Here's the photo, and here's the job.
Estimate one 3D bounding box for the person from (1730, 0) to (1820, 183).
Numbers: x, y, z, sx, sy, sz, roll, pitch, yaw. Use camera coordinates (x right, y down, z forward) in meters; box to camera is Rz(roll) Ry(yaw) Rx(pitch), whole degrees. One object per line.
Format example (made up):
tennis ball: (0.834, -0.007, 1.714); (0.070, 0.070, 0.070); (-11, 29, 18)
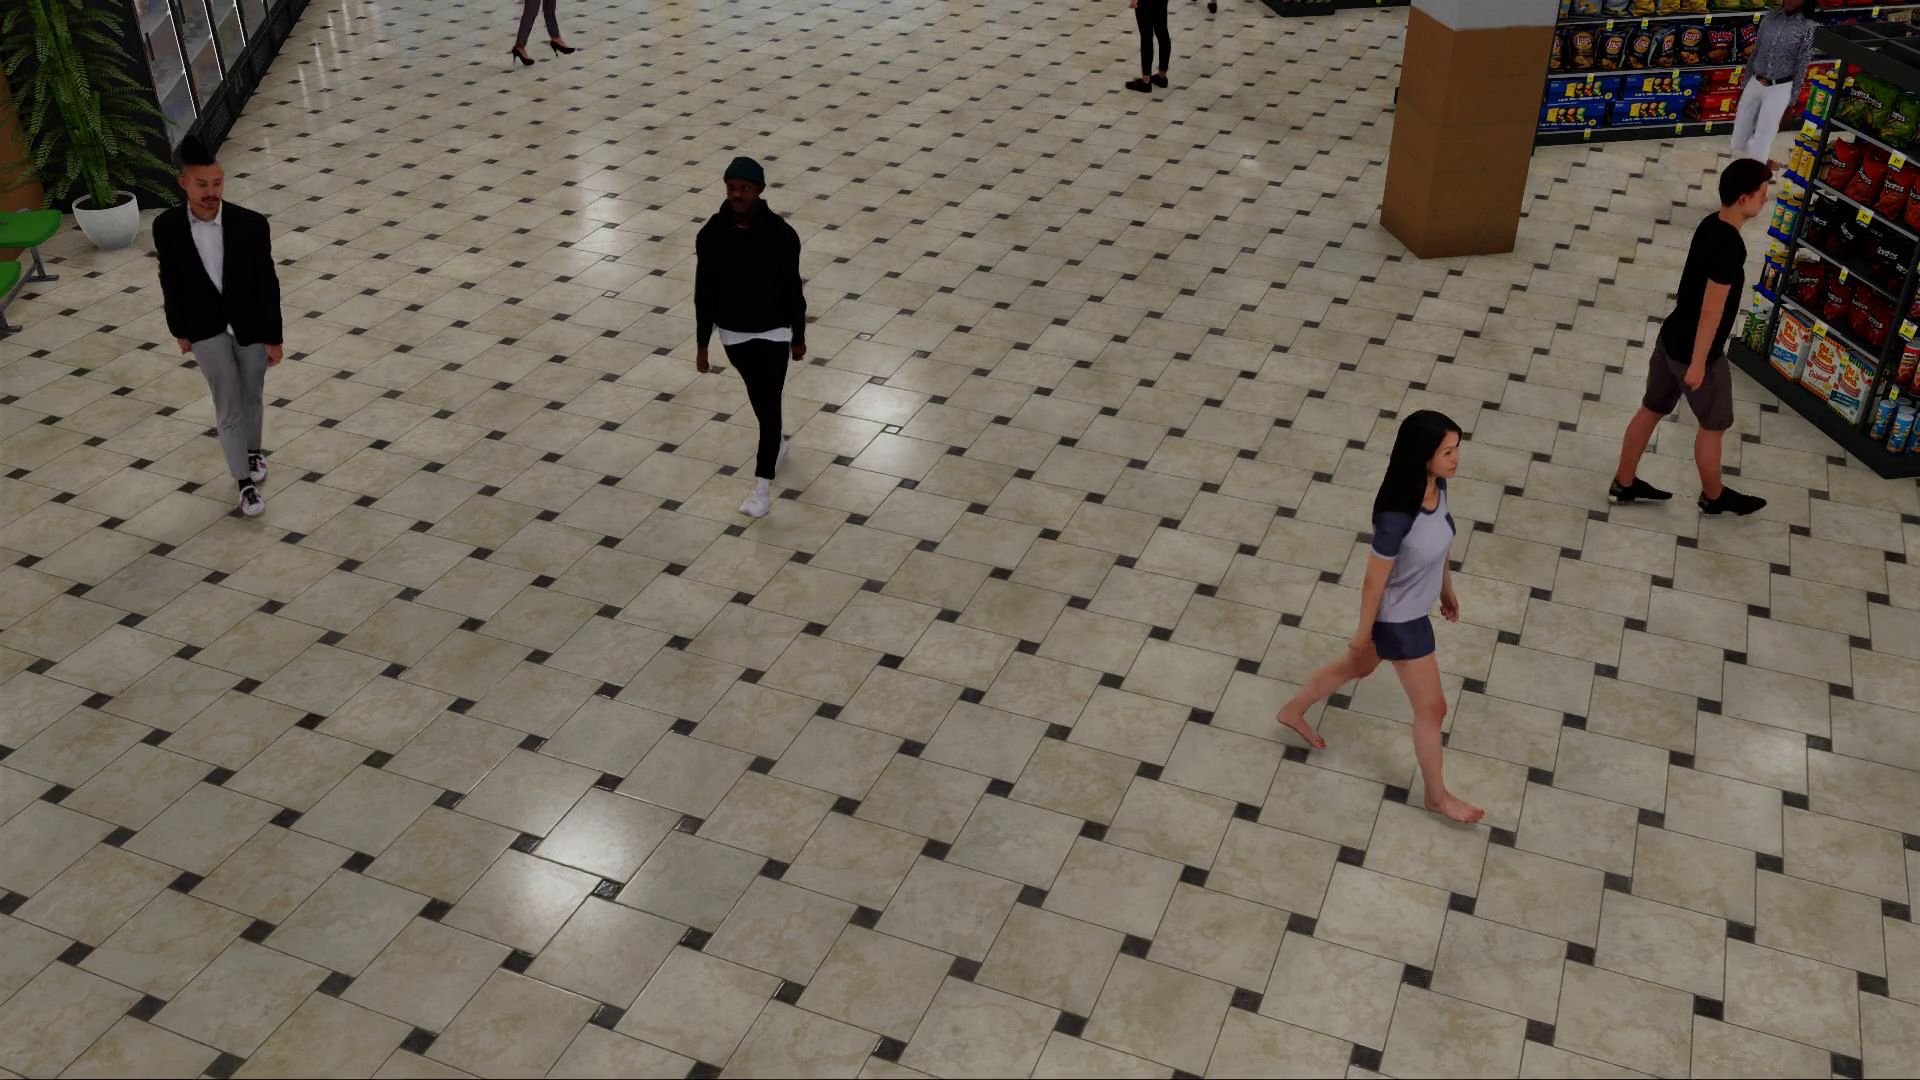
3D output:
person: (5.751, -3.121, 11.737); (0.969, 1.713, 0.792); (-18, 36, -26)

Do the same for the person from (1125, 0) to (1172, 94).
person: (1.675, -4.755, 14.366); (0.634, 1.709, 0.748); (-24, 39, -33)

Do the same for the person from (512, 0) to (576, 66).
person: (-3.919, -5.108, 15.002); (0.930, 1.637, 0.774); (-22, 38, -31)

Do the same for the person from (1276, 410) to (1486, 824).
person: (1.605, 0.247, 6.373); (1.179, 1.660, 1.062); (17, 36, 26)

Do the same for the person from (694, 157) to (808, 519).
person: (-1.010, -1.071, 8.386); (1.222, 1.770, 1.031); (6, 32, 9)

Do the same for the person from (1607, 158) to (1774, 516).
person: (3.508, -0.970, 8.157); (1.075, 1.841, 0.895); (4, 32, 7)

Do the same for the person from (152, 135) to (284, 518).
person: (-3.686, -1.113, 8.318); (0.983, 1.915, 0.923); (-9, 33, -15)
